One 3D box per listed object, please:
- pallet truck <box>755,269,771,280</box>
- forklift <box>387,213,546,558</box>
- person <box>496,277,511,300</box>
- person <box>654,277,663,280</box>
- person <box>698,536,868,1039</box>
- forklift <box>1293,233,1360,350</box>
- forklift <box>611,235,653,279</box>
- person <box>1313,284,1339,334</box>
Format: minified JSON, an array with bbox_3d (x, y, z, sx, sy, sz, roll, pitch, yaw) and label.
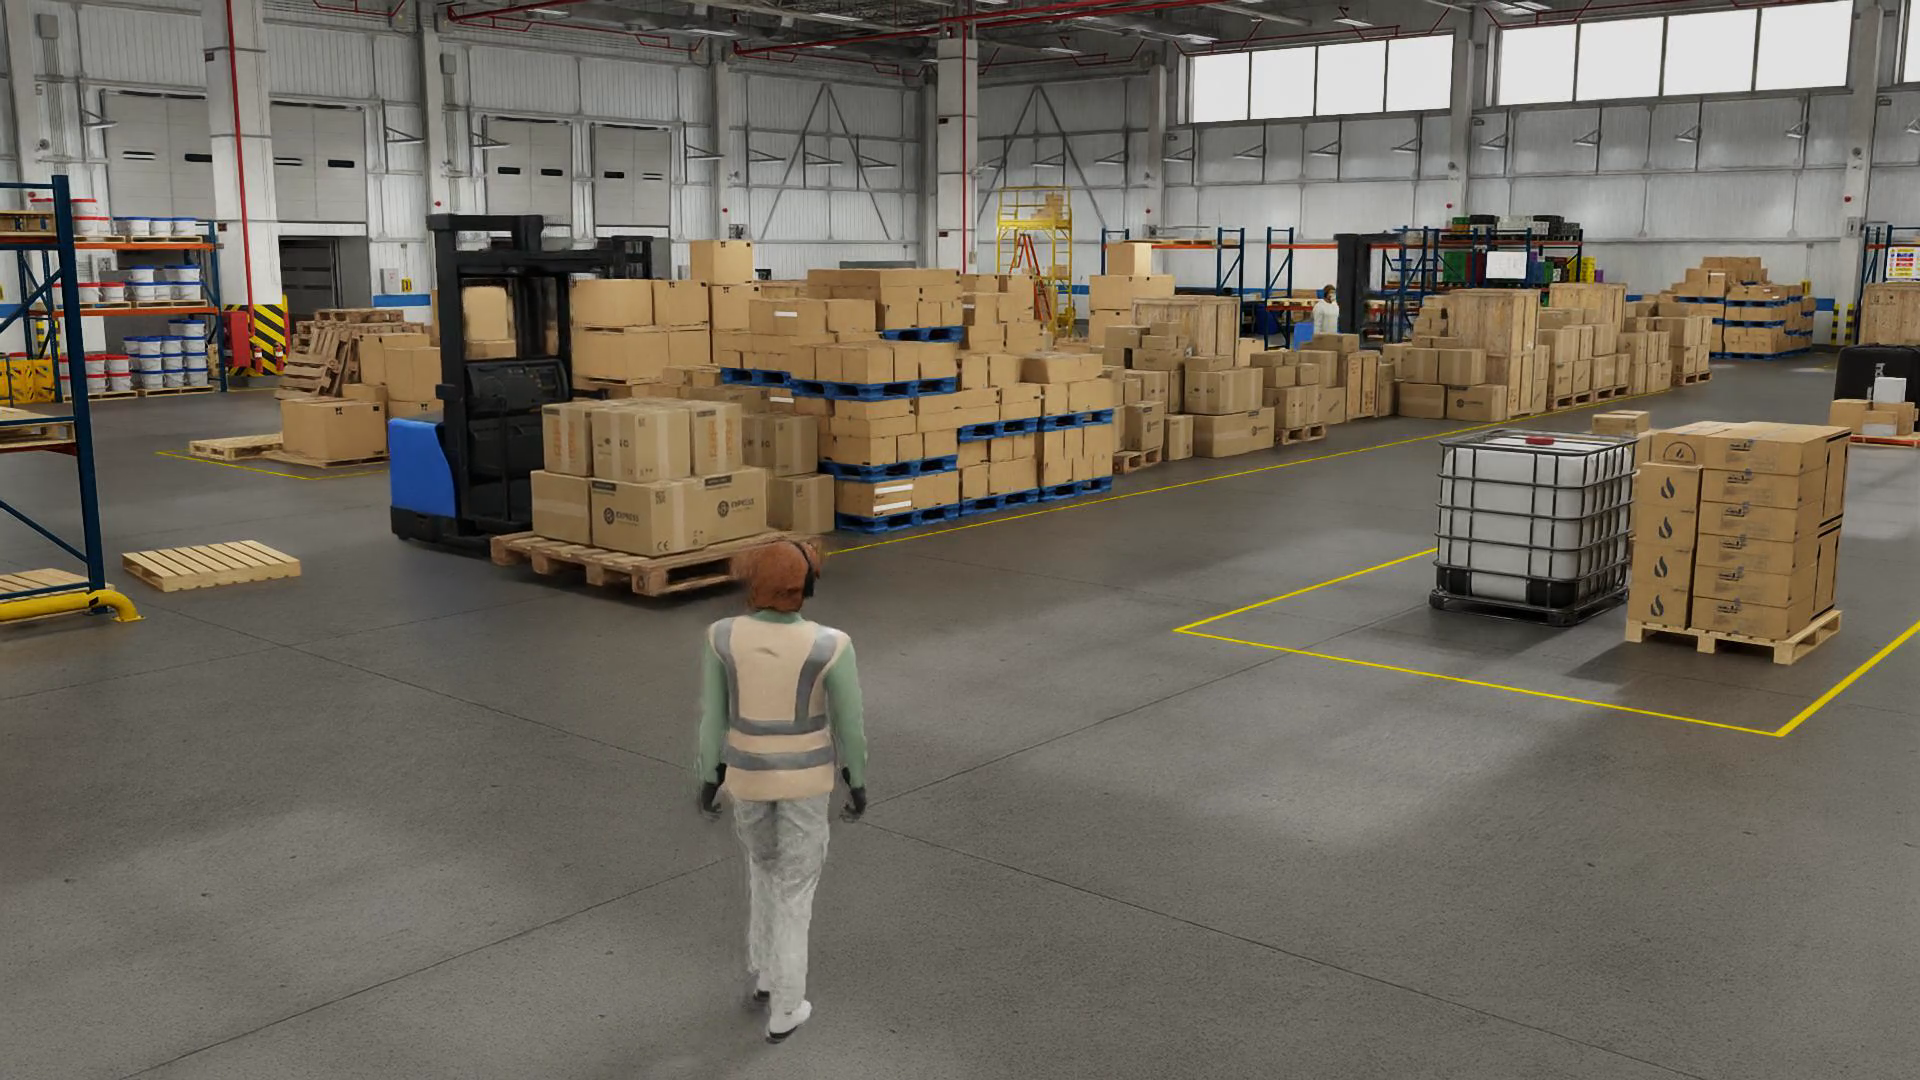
[{"bbox_3d":[-4.996,-6.432,45.525,1.885,1.965,0.823,-6,12,-32],"label":"pallet truck"},{"bbox_3d":[-3.958,-1.352,14.090,1.873,2.768,1.129,8,13,40],"label":"forklift"},{"bbox_3d":[-11.792,-5.837,42.452,0.702,1.882,0.630,-5,11,-28],"label":"person"},{"bbox_3d":[-6.510,-4.724,36.016,0.635,1.927,0.372,-4,11,-22],"label":"person"},{"bbox_3d":[-0.557,0.787,5.475,0.547,1.619,0.551,3,10,14],"label":"person"},{"bbox_3d":[7.565,-4.611,32.646,1.873,2.768,1.129,4,11,21],"label":"forklift"},{"bbox_3d":[-7.324,-5.453,37.442,1.873,2.768,1.129,8,13,40],"label":"forklift"},{"bbox_3d":[6.216,-3.365,28.232,0.635,1.937,0.352,-10,14,-44],"label":"person"}]
